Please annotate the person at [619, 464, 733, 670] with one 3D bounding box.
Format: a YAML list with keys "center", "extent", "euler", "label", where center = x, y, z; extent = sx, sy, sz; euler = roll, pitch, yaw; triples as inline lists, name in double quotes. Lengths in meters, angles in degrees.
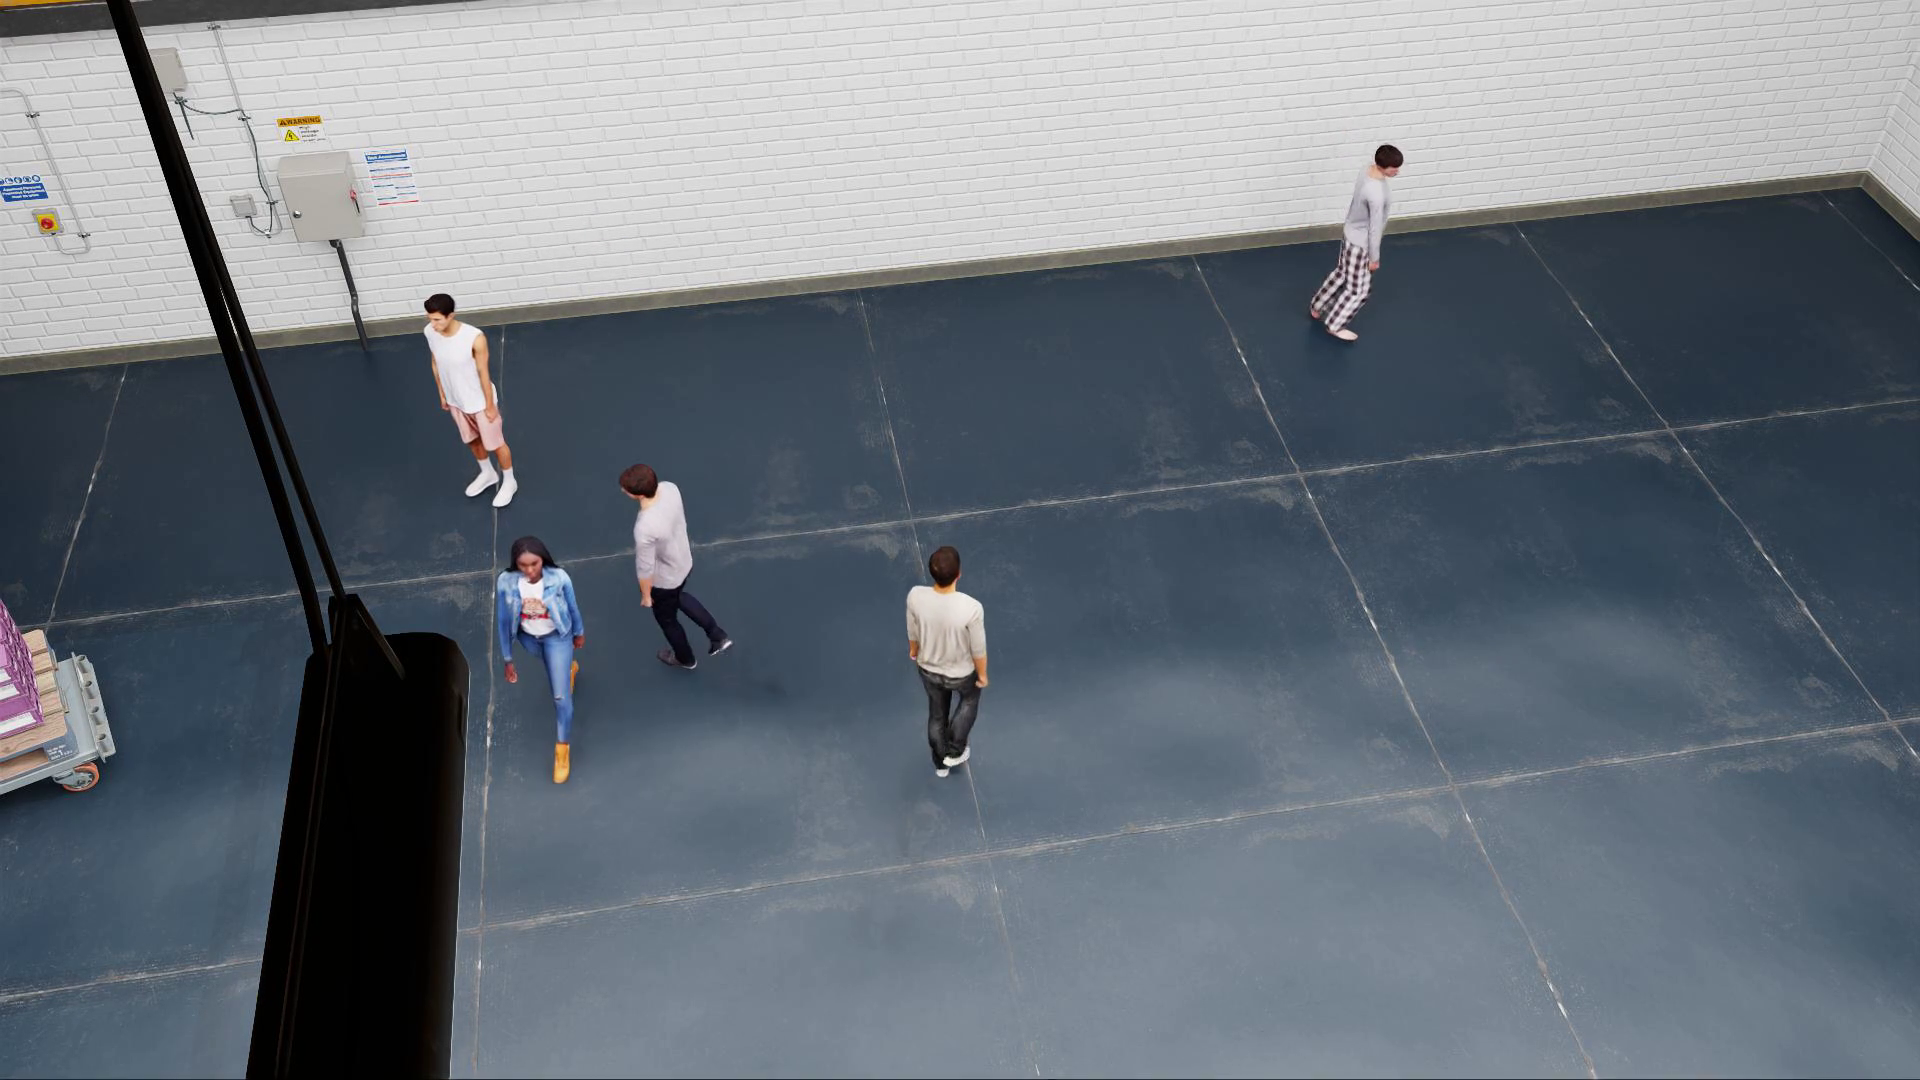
- center: [-1.760, 0.215, 10.465]
  extent: [0.945, 1.820, 0.880]
  euler: [15, 46, 15]
  label: "person"

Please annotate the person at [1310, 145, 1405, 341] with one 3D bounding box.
- center: [3.143, -2.391, 13.209]
  extent: [0.871, 1.808, 0.656]
  euler: [-9, 44, -9]
  label: "person"

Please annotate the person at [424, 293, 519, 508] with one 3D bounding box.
- center: [-3.457, -1.030, 11.801]
  extent: [0.741, 1.780, 0.766]
  euler: [16, 46, 17]
  label: "person"

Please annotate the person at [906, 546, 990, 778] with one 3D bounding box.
- center: [-0.101, 0.804, 9.862]
  extent: [0.781, 1.799, 0.780]
  euler: [13, 45, 13]
  label: "person"

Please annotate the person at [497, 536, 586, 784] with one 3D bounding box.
- center: [-2.534, 0.558, 10.220]
  extent: [0.752, 1.661, 1.253]
  euler: [0, 44, 0]
  label: "person"
